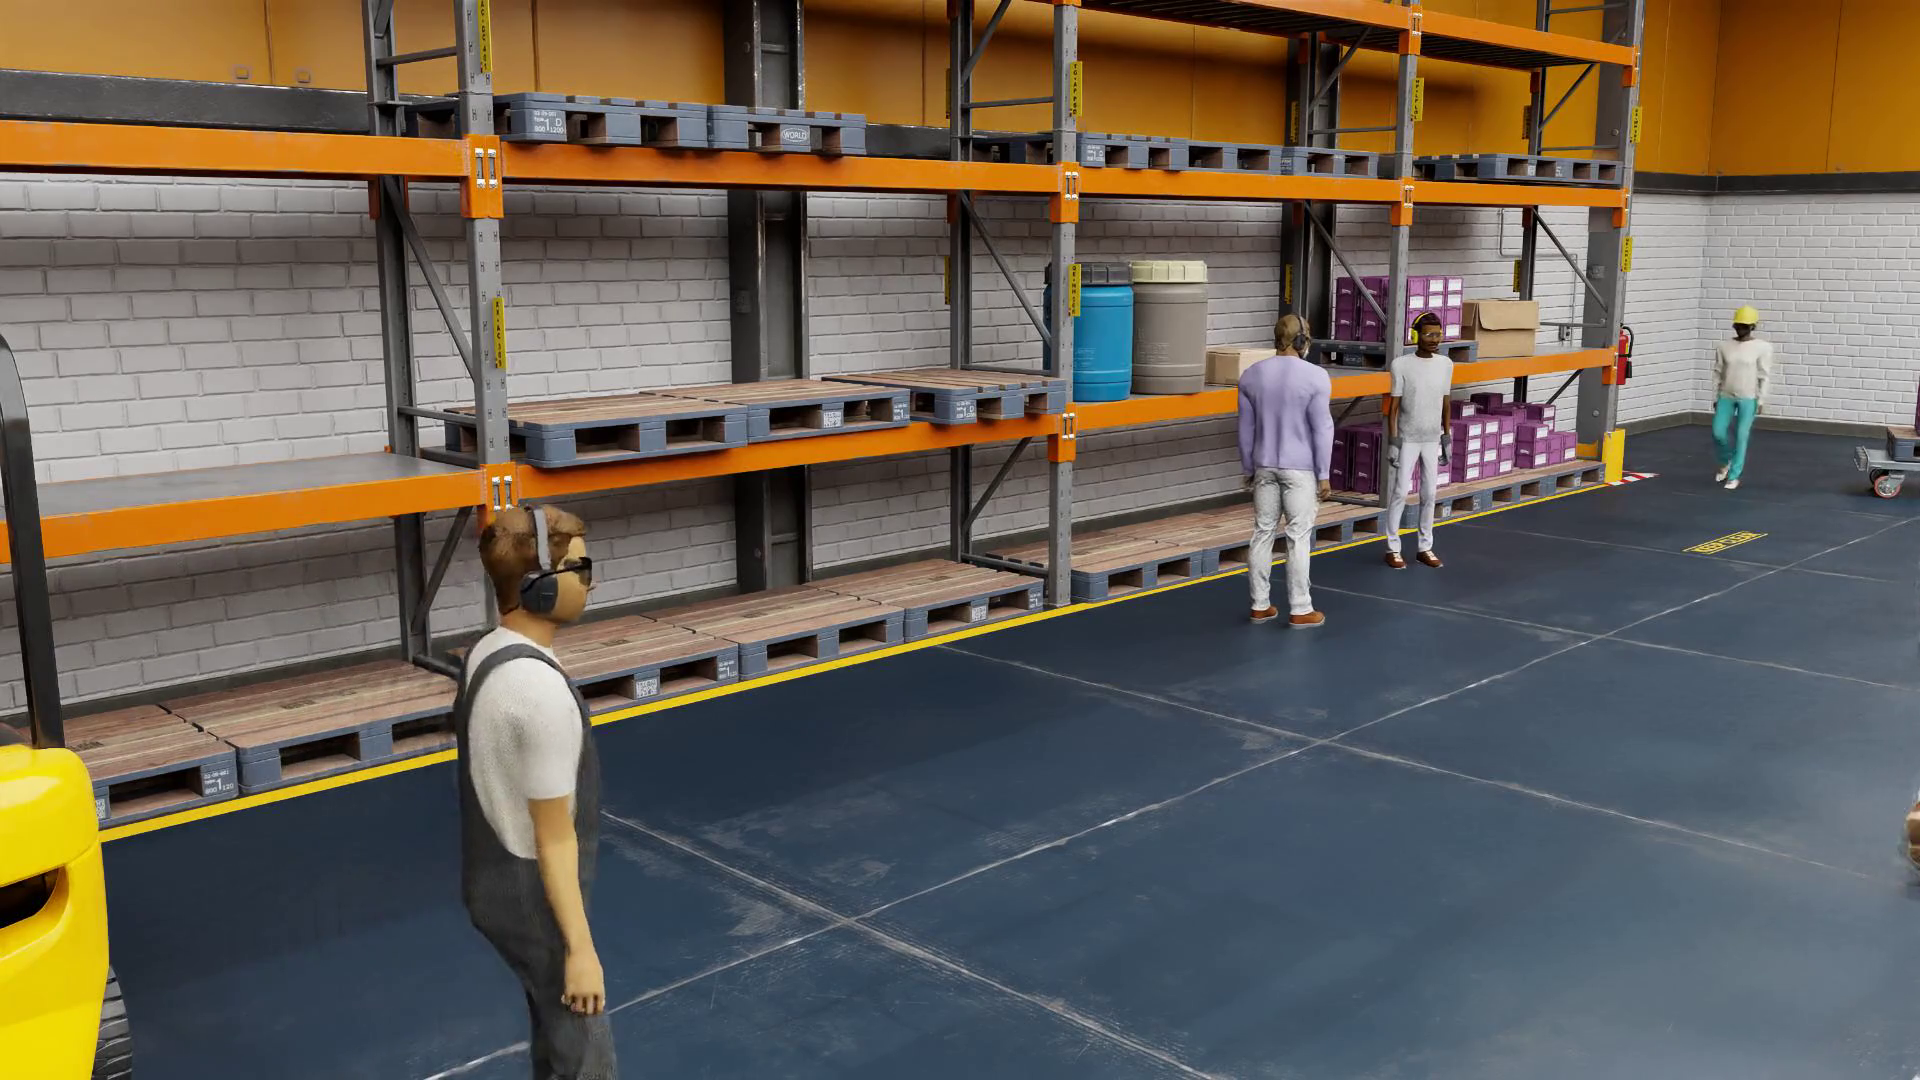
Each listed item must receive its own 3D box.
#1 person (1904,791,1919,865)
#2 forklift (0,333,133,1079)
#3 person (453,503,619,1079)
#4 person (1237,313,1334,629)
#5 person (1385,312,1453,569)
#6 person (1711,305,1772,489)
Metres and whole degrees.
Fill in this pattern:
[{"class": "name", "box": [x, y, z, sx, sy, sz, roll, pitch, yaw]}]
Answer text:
[{"class": "person", "box": [3.928, 0.355, 6.209, 0.859, 1.863, 0.596, -7, 13, -34]}, {"class": "forklift", "box": [-3.289, 0.485, 4.582, 1.214, 2.155, 2.313, -10, 14, -44]}, {"class": "person", "box": [-0.964, 0.831, 3.687, 0.603, 1.834, 0.536, -5, 11, -25]}, {"class": "person", "box": [1.998, -0.419, 10.223, 0.627, 1.934, 0.370, 8, 13, 38]}, {"class": "person", "box": [3.325, -0.712, 12.035, 0.515, 1.861, 0.320, -3, 11, -14]}, {"class": "person", "box": [7.396, -1.349, 15.791, 0.522, 1.752, 0.391, 9, 14, 41]}]
